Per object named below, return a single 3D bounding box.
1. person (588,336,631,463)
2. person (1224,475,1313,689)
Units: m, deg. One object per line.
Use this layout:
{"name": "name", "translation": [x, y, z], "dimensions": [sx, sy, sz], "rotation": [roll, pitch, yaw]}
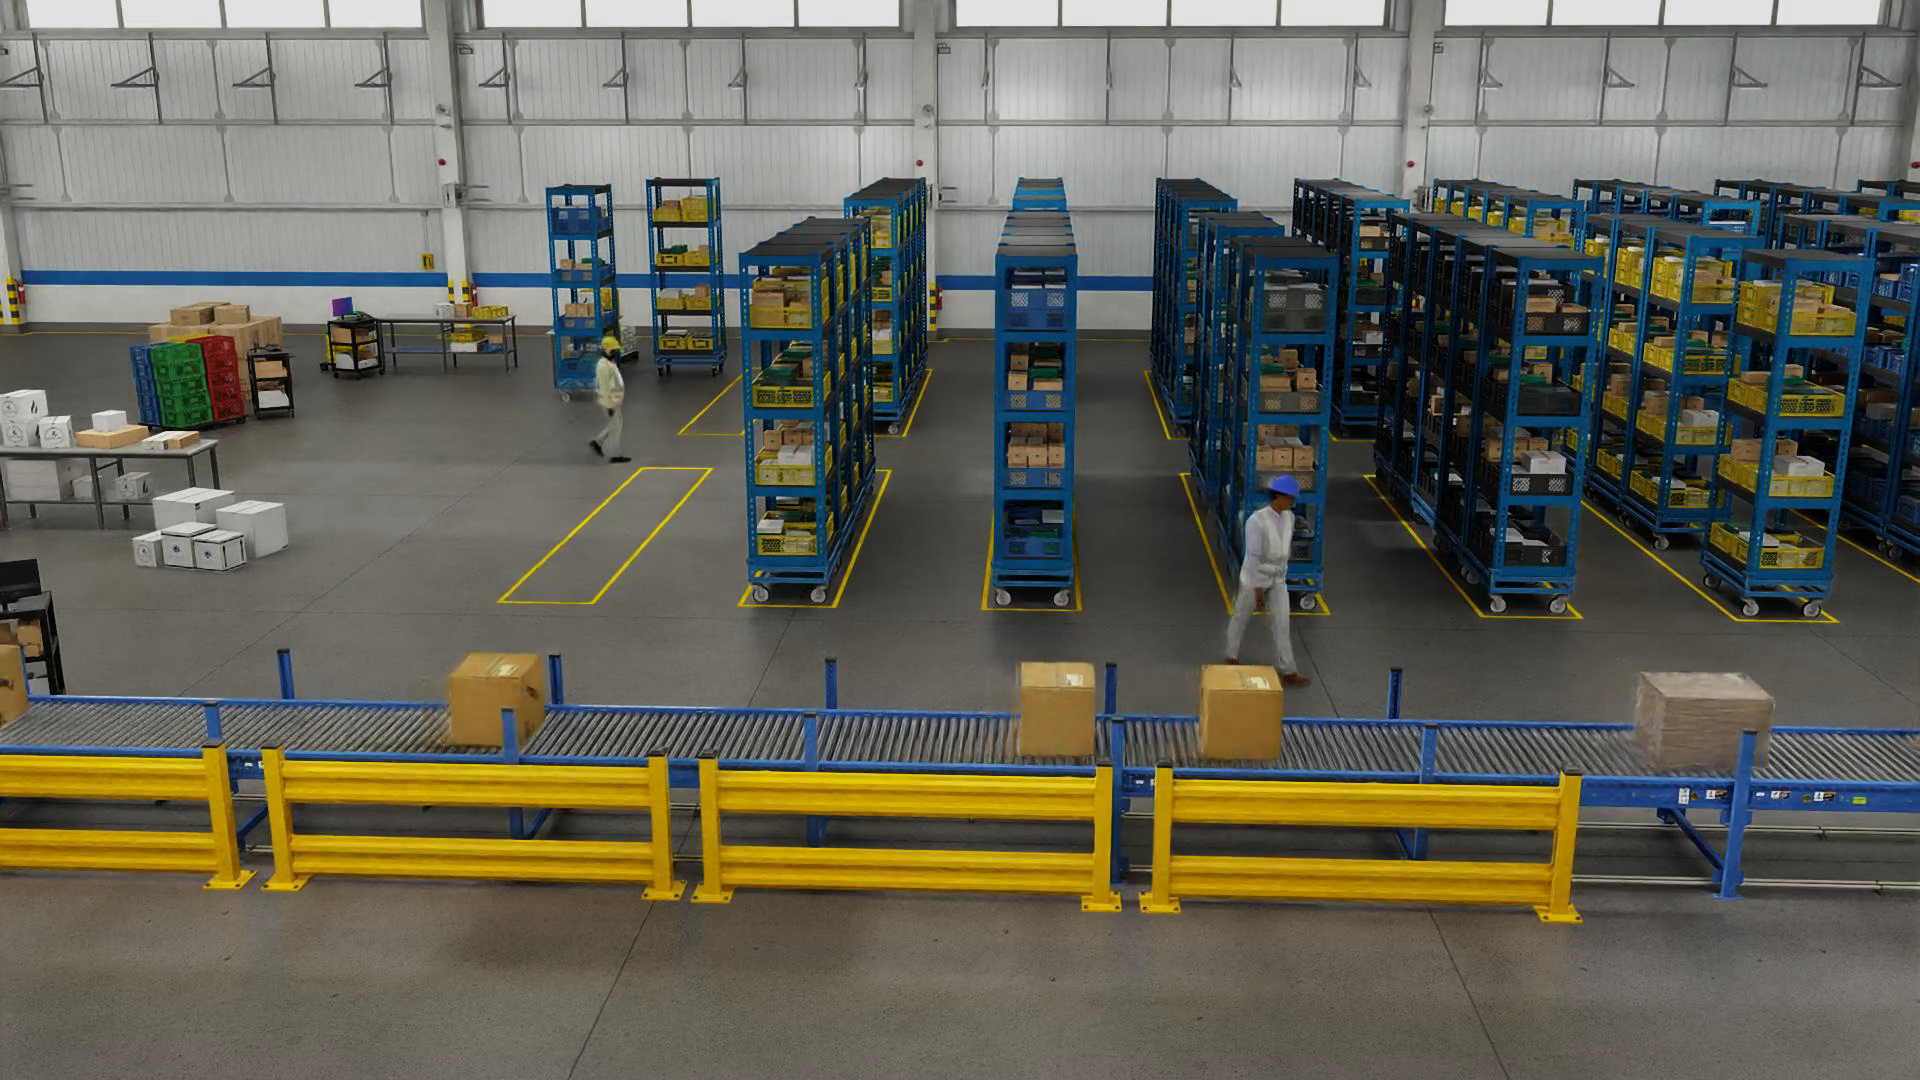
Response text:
{"name": "person", "translation": [-4.958, -1.969, 23.408], "dimensions": [0.507, 1.815, 0.613], "rotation": [-1, 15, -5]}
{"name": "person", "translation": [2.711, 0.357, 14.653], "dimensions": [0.632, 1.880, 0.970], "rotation": [-9, 18, -30]}
